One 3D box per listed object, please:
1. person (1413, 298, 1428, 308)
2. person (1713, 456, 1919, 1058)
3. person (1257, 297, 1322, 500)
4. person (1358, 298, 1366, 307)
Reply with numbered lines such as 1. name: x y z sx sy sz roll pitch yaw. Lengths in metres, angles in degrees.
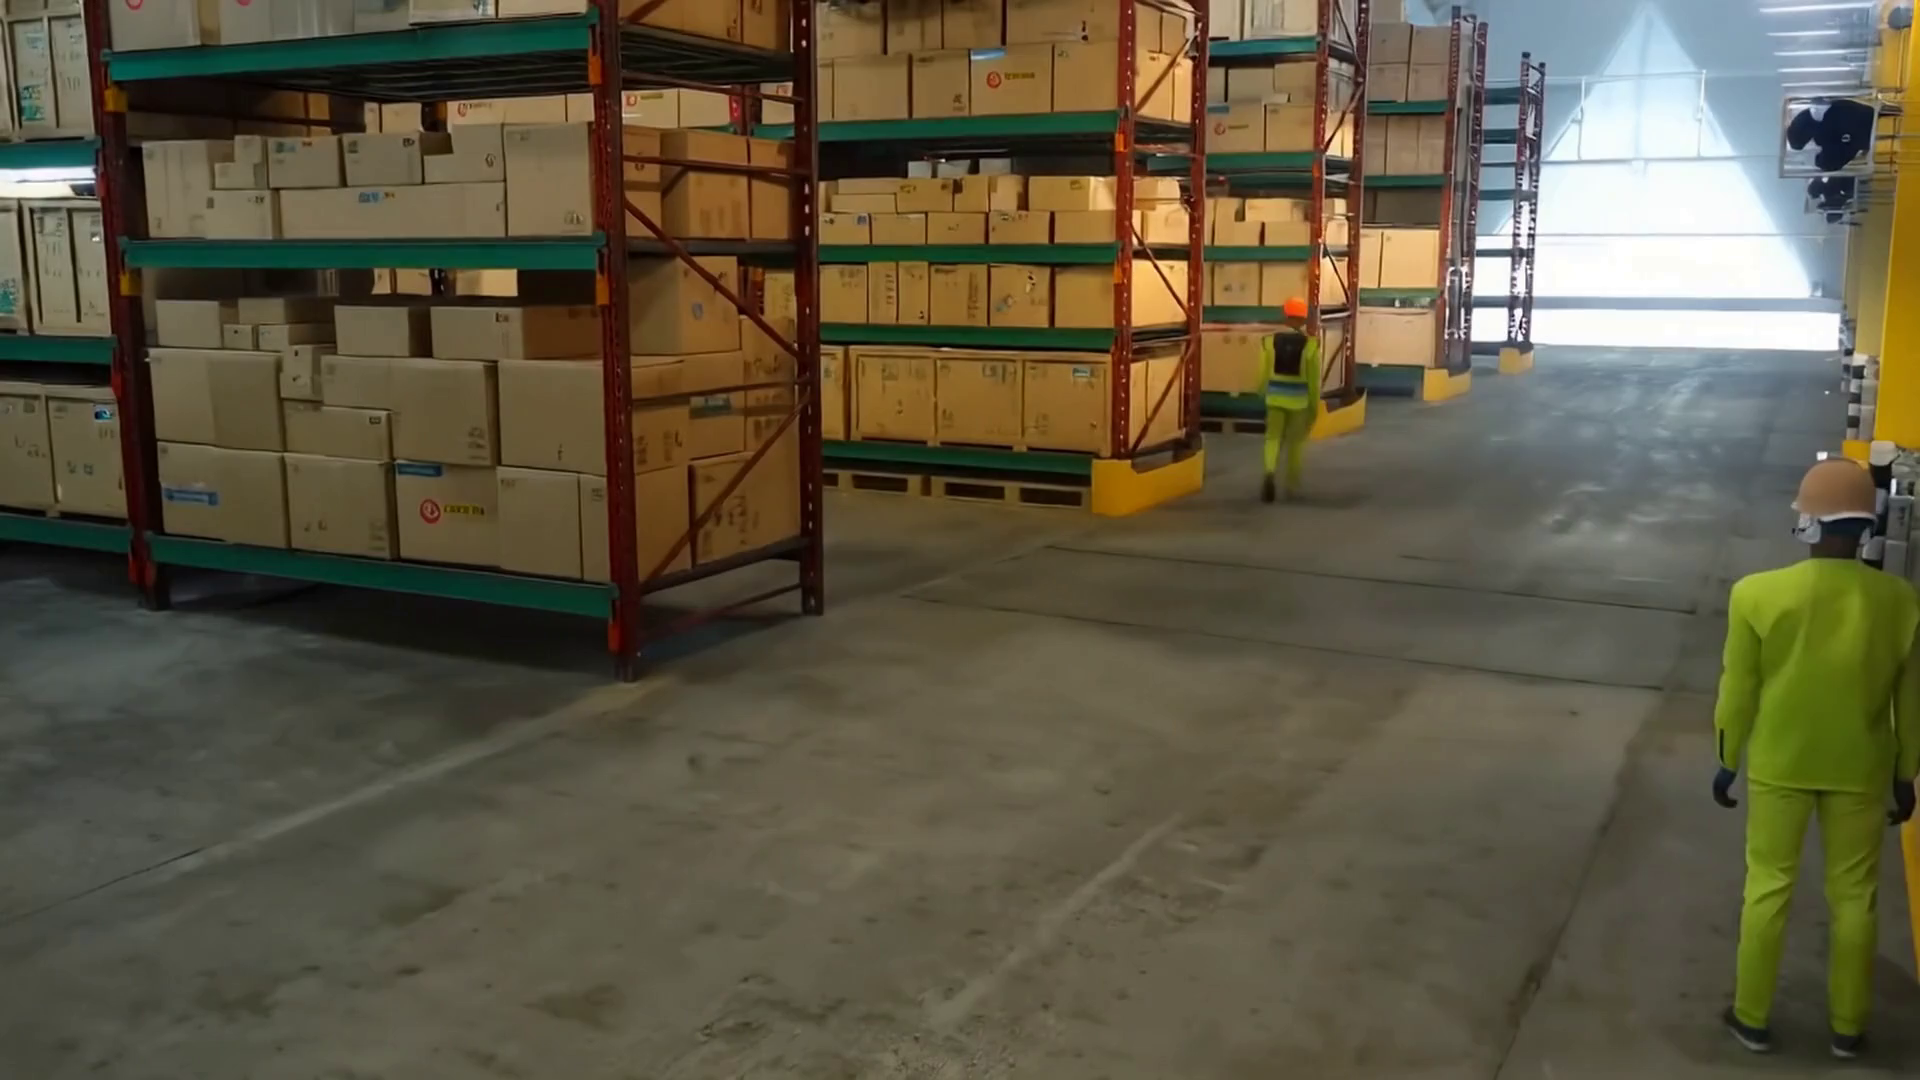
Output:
1. person: 8.694 -4.054 31.613 1.009 1.891 0.565 3 10 18
2. person: 2.496 0.635 4.848 0.575 1.748 0.344 3 10 15
3. person: 3.059 -1.299 15.543 0.612 1.925 0.749 4 11 21
4. person: 7.487 -3.913 31.595 0.527 1.614 0.733 -8 12 -37
